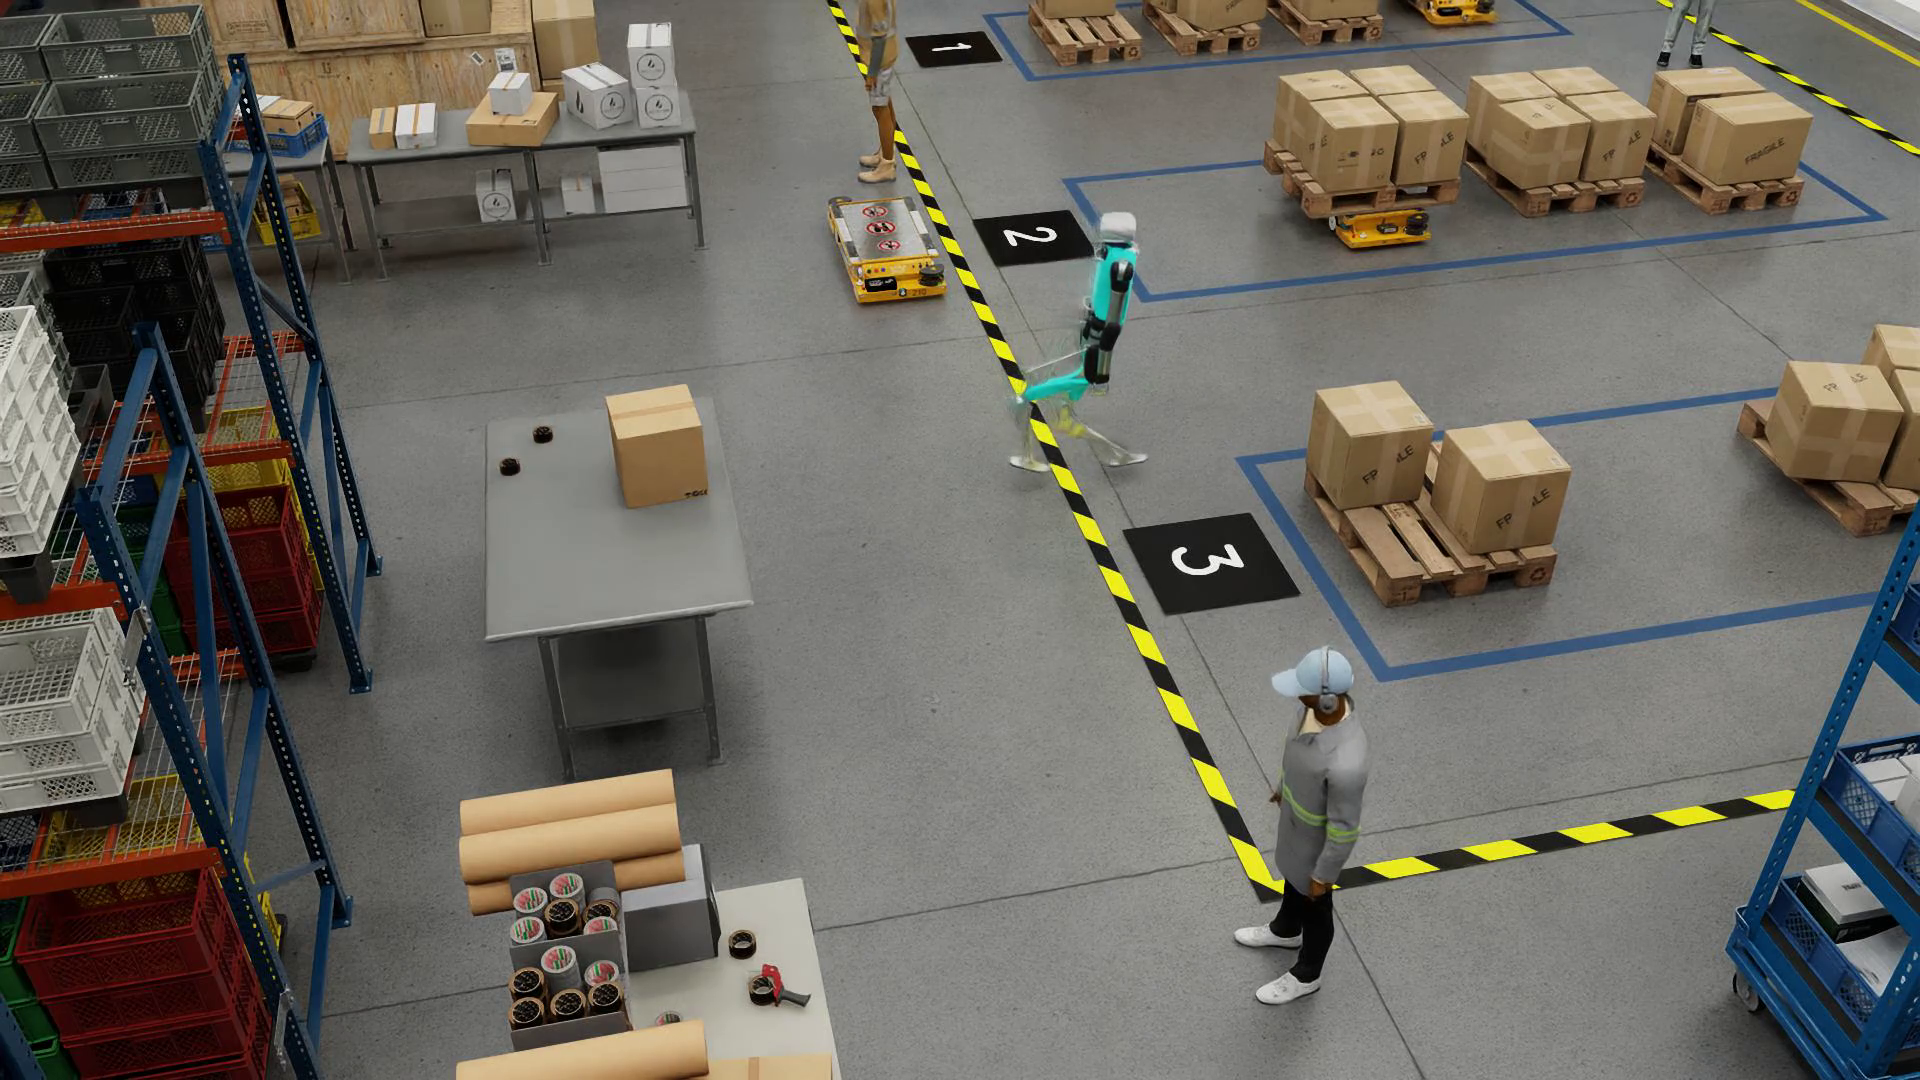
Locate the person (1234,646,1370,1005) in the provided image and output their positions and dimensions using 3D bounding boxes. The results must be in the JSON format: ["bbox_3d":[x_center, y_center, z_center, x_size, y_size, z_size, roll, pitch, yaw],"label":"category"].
[{"bbox_3d":[1.377,1.148,6.689,0.407,1.846,0.588,-3,37,-4],"label":"person"}]

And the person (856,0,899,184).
[{"bbox_3d":[-0.674,-3.850,13.240,0.366,2.048,0.604,2,37,2],"label":"person"}]

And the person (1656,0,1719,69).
[{"bbox_3d":[6.877,-5.269,15.326,0.598,1.827,0.404,9,38,12],"label":"person"}]

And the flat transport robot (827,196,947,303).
[{"bbox_3d":[-0.570,-2.220,12.538,0.659,0.231,1.431,-8,37,-10],"label":"flat transport robot"}]

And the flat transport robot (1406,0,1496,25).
[{"bbox_3d":[4.895,-5.666,17.146,0.652,0.197,1.431,-8,37,-10],"label":"flat transport robot"}]

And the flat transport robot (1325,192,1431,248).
[{"bbox_3d":[3.134,-2.740,13.213,0.652,0.197,1.431,-8,37,-10],"label":"flat transport robot"}]

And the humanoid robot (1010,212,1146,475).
[{"bbox_3d":[0.629,-1.099,9.830,1.047,1.740,0.549,-1,37,-1],"label":"humanoid robot"}]
